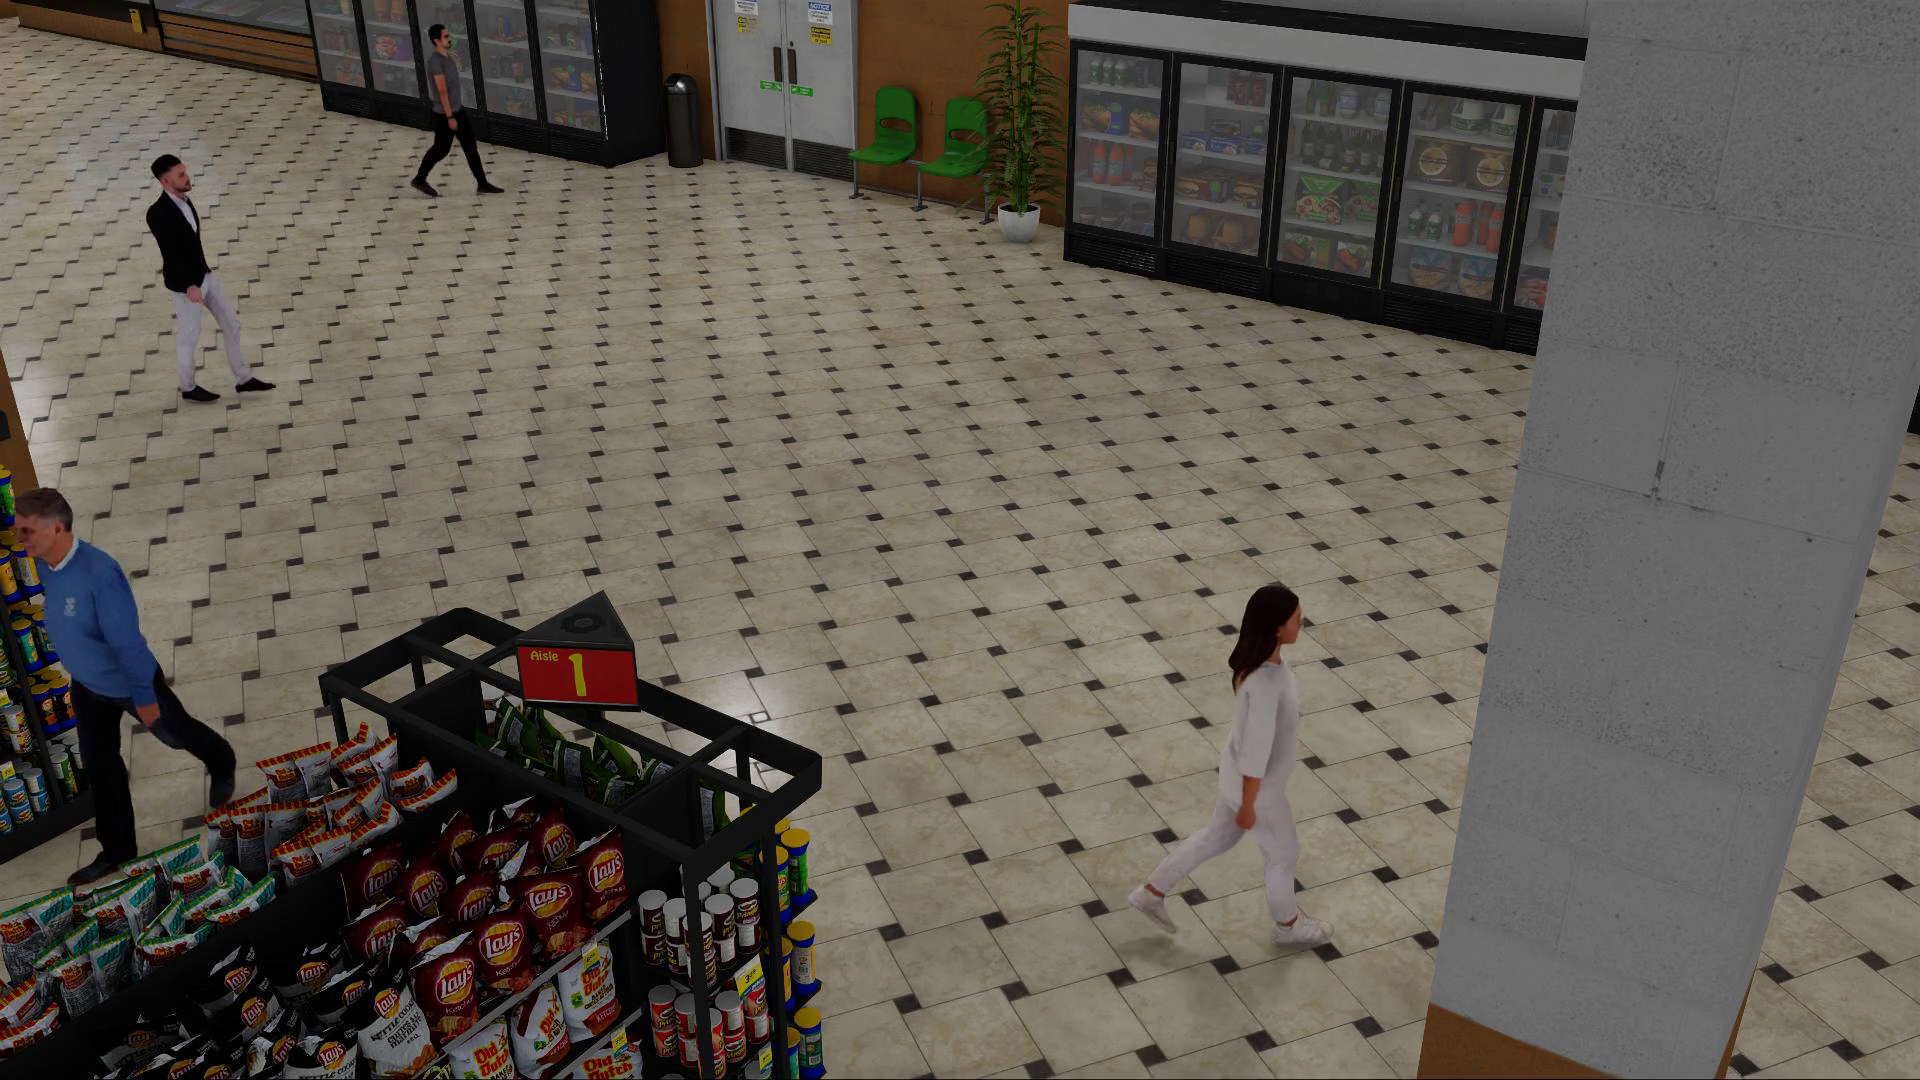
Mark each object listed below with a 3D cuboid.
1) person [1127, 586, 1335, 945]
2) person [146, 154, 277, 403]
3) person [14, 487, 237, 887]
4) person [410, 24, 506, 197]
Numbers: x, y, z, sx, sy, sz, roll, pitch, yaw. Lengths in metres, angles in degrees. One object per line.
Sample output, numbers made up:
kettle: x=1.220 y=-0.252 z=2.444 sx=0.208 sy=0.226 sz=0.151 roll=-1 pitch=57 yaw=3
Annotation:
person: x=1.086 y=0.947 z=6.625 sx=1.065 sy=1.655 sz=1.116 roll=0 pitch=27 yaw=0
person: x=-5.623 y=-1.836 z=11.935 sx=0.972 sy=1.816 sz=0.963 roll=3 pitch=27 yaw=5
person: x=-3.617 y=0.560 z=7.269 sx=0.888 sy=1.763 sz=1.238 roll=10 pitch=29 yaw=19
person: x=-5.314 y=-4.349 z=16.994 sx=1.116 sy=1.723 sz=1.182 roll=0 pitch=27 yaw=1
